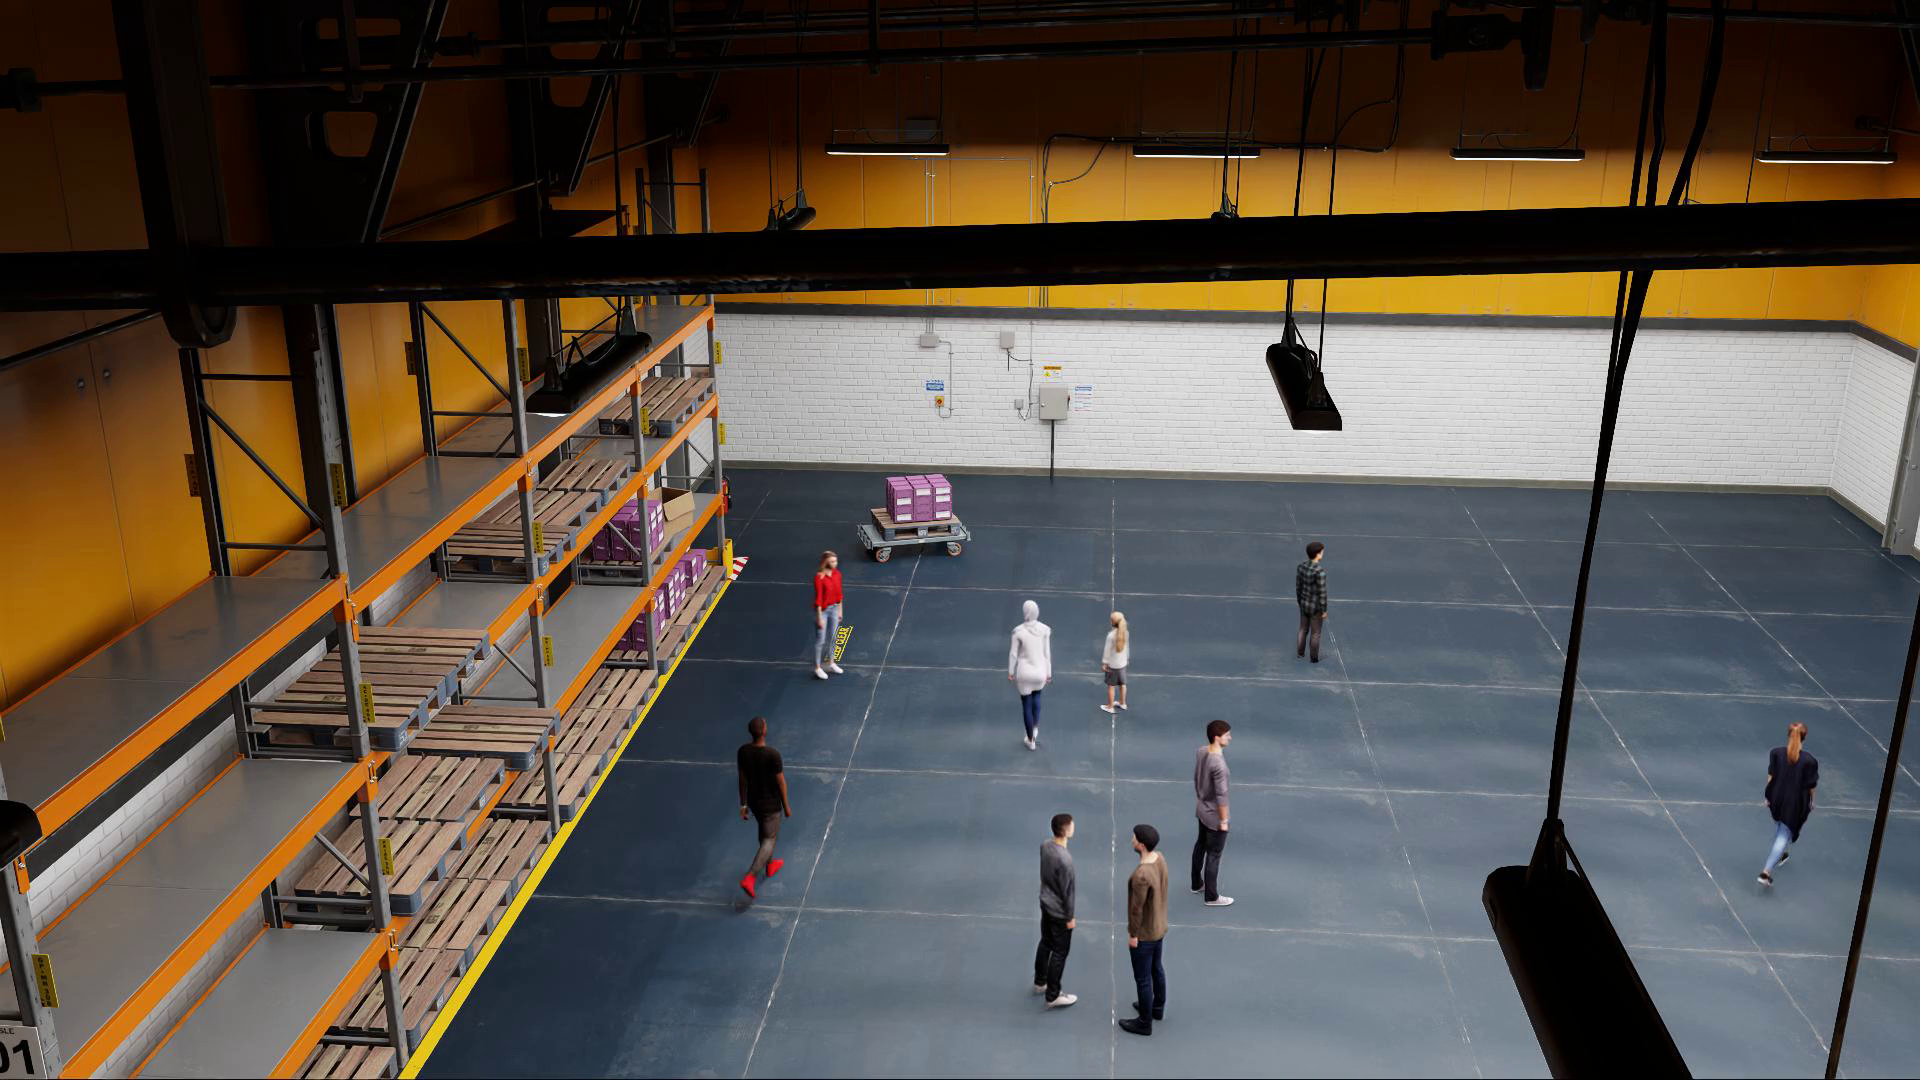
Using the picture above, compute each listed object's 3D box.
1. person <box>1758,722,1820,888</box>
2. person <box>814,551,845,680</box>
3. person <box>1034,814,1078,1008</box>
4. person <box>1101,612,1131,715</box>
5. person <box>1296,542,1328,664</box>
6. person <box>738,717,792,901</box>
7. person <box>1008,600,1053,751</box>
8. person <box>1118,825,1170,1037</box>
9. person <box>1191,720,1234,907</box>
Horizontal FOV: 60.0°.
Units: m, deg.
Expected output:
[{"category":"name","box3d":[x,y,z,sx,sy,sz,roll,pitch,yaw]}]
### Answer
[{"category":"person","box3d":[8.073,2.609,16.275,1.159,1.646,1.089,-15,24,-38]},{"category":"person","box3d":[-1.693,0.931,21.174,0.762,1.699,0.684,18,25,42]},{"category":"person","box3d":[0.830,3.184,14.394,0.759,1.757,0.639,-8,20,-23]},{"category":"person","box3d":[1.912,1.475,20.223,0.615,1.275,0.666,-13,22,-33]},{"category":"person","box3d":[4.614,0.834,21.750,0.781,1.715,0.707,-11,22,-30]},{"category":"person","box3d":[-1.944,2.598,16.103,0.939,1.776,1.219,10,21,26]},{"category":"person","box3d":[0.838,1.584,19.141,0.732,1.760,0.781,-3,19,-10]},{"category":"person","box3d":[1.581,3.252,13.992,0.782,1.884,0.631,9,21,26]},{"category":"person","box3d":[2.415,2.600,15.981,0.805,1.851,0.633,-6,19,-17]}]
